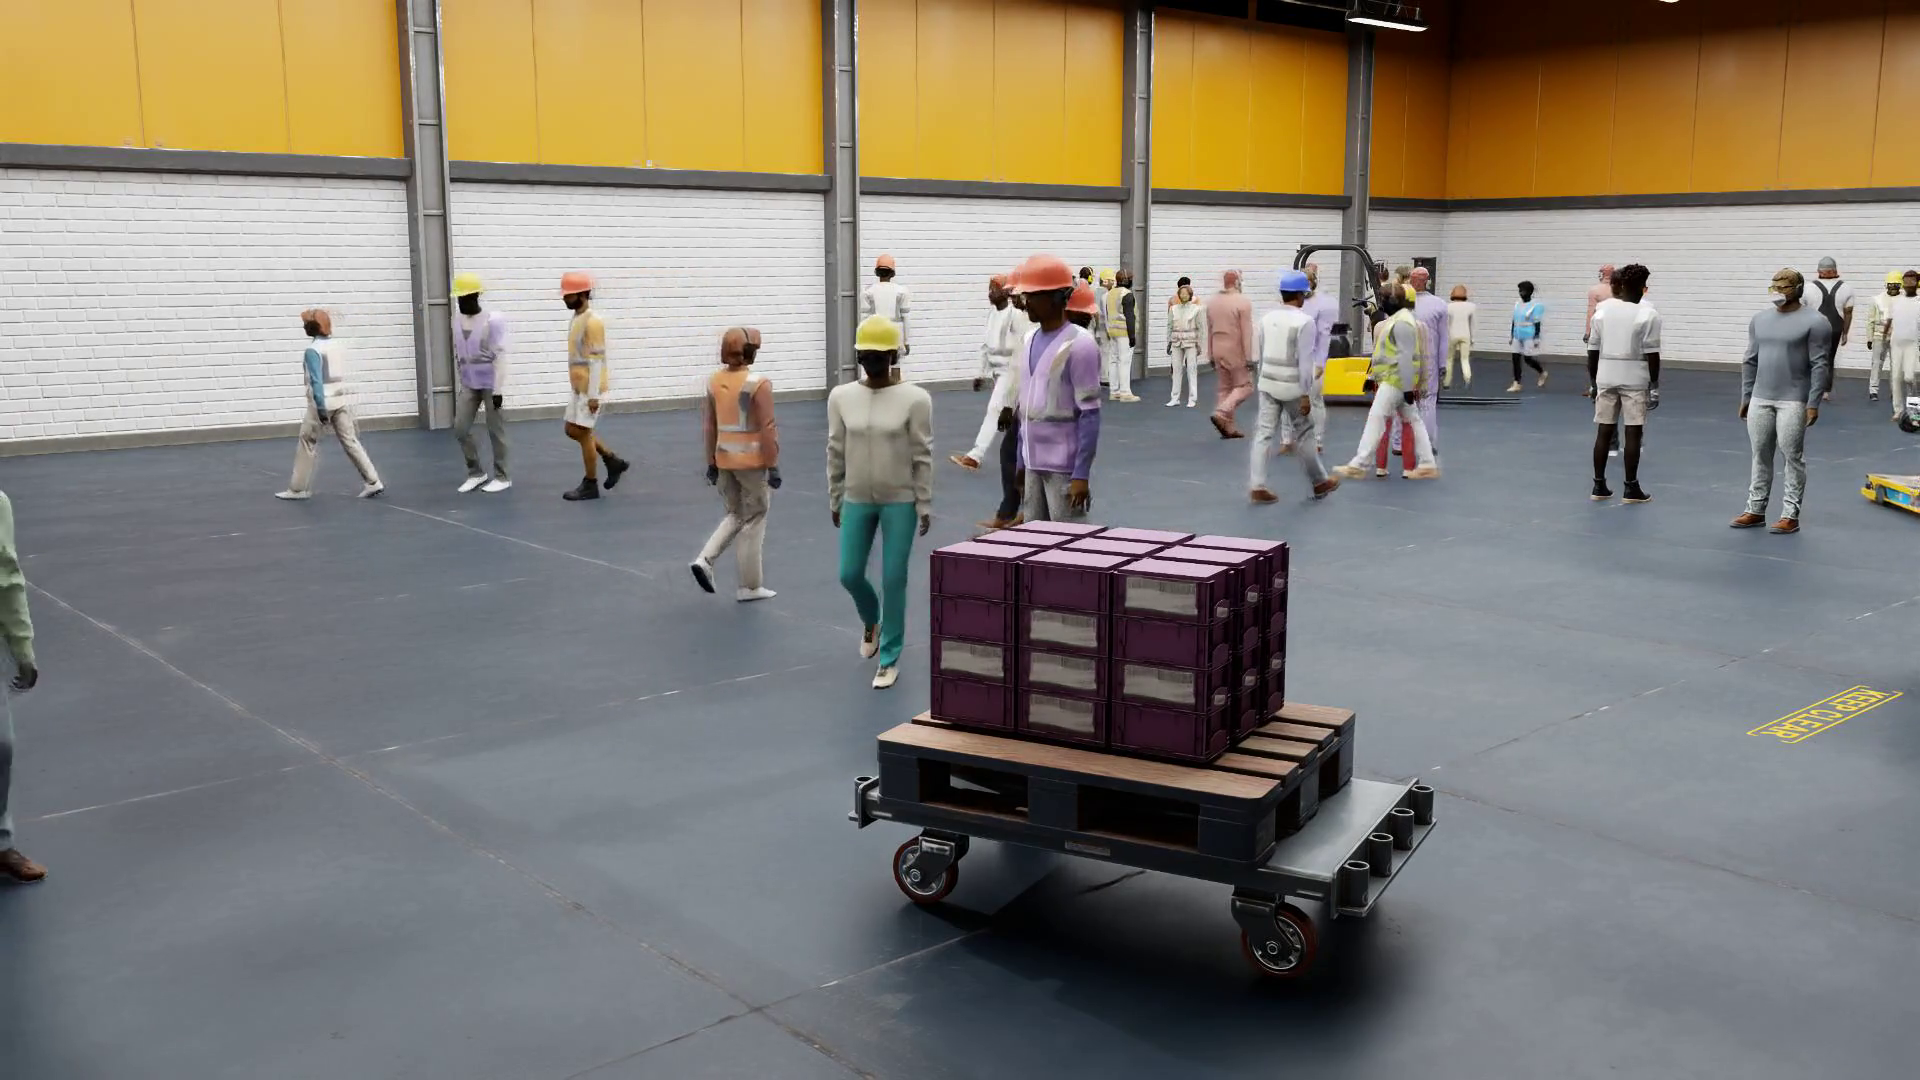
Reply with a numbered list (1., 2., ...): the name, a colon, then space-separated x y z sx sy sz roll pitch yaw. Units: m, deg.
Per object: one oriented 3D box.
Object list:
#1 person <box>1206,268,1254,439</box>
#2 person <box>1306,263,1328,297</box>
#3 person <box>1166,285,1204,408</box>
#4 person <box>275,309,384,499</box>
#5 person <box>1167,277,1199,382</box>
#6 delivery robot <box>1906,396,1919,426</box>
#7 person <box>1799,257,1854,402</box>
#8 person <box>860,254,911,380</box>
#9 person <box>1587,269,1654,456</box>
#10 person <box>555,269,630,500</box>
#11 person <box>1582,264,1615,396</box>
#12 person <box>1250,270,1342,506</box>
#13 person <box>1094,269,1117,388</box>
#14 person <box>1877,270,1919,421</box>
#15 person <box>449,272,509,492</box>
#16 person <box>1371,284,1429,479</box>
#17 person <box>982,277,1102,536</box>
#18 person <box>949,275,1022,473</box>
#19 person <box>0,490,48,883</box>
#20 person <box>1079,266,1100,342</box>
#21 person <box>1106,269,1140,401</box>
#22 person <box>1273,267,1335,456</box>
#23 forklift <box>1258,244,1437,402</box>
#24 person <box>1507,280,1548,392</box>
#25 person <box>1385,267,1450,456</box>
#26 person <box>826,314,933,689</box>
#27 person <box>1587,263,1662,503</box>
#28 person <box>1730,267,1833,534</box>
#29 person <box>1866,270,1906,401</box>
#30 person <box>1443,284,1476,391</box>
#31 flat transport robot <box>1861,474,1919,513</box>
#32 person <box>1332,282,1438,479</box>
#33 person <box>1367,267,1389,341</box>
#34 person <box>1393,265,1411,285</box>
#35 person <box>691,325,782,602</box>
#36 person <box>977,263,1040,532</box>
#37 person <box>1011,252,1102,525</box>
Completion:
1. person: 2.970 -2.041 18.304 0.516 1.894 0.662 -6 12 -33
2. person: 5.958 -3.764 28.368 0.651 1.906 0.403 -6 12 -33
3. person: 3.010 -2.594 22.303 0.525 1.637 0.307 6 12 33
4. person: -5.242 -1.120 13.810 0.868 1.596 0.514 1 10 9
5. person: 3.610 -3.402 26.884 0.532 1.694 0.320 5 11 25
6. delivery robot: 11.149 -1.511 18.858 0.707 0.478 0.477 0 10 -2
7. person: 11.996 -2.950 23.209 0.695 2.000 0.722 2 10 14
8. person: -0.902 -2.438 20.210 0.607 2.044 0.378 -1 10 -3
9. person: 6.720 -1.799 16.958 0.625 1.892 0.512 0 10 -1
10. person: -3.063 -1.272 13.750 0.550 1.912 0.583 -5 11 -29
11. person: 9.267 -3.009 23.955 0.651 1.904 0.403 -3 10 -15
12. person: 2.739 -1.244 13.624 0.965 1.896 0.639 -8 12 -37
13. person: 2.236 -3.259 25.659 0.403 1.823 0.586 -3 10 -16
14. person: 11.542 -2.370 20.359 0.401 1.855 0.522 -9 14 -44
15. person: -4.082 -1.331 14.188 0.619 1.885 0.576 5 11 26
16. person: 4.022 -1.445 15.200 0.528 1.767 0.330 7 12 35
17. person: 0.541 -0.627 10.020 0.818 1.902 0.553 3 10 17
18. person: 0.319 -1.536 15.525 0.965 1.831 0.606 -5 11 -25
19. person: -3.167 0.358 5.141 0.342 1.623 0.543 8 13 41
20. person: 1.860 -3.119 24.732 0.537 1.860 0.312 7 12 36
21. person: 2.285 -2.857 23.249 0.429 1.844 0.626 -4 11 -24
22. person: 3.436 -1.766 16.672 0.635 1.903 0.662 9 13 44
23. forklift: 5.256 -2.933 22.661 2.313 2.155 1.214 3 10 16
24. person: 8.452 -3.019 24.712 0.577 1.672 0.537 -5 11 -28
25. person: 4.625 -1.799 16.860 0.639 1.911 0.406 3 10 19
26. person: -0.367 -0.190 7.888 0.528 1.757 0.483 2 10 12
27. person: 5.469 -1.287 13.692 0.365 1.964 0.610 -8 13 -39
28. person: 6.013 -1.018 12.197 0.359 1.938 0.635 -6 11 -31
29. person: 12.984 -2.841 23.221 0.592 1.824 0.402 3 10 17
30. person: 7.433 -3.007 24.796 0.506 1.604 0.667 1 10 4
31. flat transport robot: 7.735 -0.344 13.130 0.652 0.197 1.431 1 10 9
32. person: 3.918 -1.426 15.044 0.941 1.791 0.615 3 10 16
33. person: 7.089 -3.670 27.999 0.508 1.846 0.345 -4 11 -23
34. person: 6.371 -3.012 24.023 1.052 1.875 0.638 2 10 12
35. person: -1.288 -0.428 9.658 0.518 1.627 0.435 9 13 42
36. person: 0.395 -0.966 11.803 0.798 1.965 0.629 1 10 7
37. person: 0.433 -0.391 8.232 0.396 2.038 0.614 -5 11 -29
